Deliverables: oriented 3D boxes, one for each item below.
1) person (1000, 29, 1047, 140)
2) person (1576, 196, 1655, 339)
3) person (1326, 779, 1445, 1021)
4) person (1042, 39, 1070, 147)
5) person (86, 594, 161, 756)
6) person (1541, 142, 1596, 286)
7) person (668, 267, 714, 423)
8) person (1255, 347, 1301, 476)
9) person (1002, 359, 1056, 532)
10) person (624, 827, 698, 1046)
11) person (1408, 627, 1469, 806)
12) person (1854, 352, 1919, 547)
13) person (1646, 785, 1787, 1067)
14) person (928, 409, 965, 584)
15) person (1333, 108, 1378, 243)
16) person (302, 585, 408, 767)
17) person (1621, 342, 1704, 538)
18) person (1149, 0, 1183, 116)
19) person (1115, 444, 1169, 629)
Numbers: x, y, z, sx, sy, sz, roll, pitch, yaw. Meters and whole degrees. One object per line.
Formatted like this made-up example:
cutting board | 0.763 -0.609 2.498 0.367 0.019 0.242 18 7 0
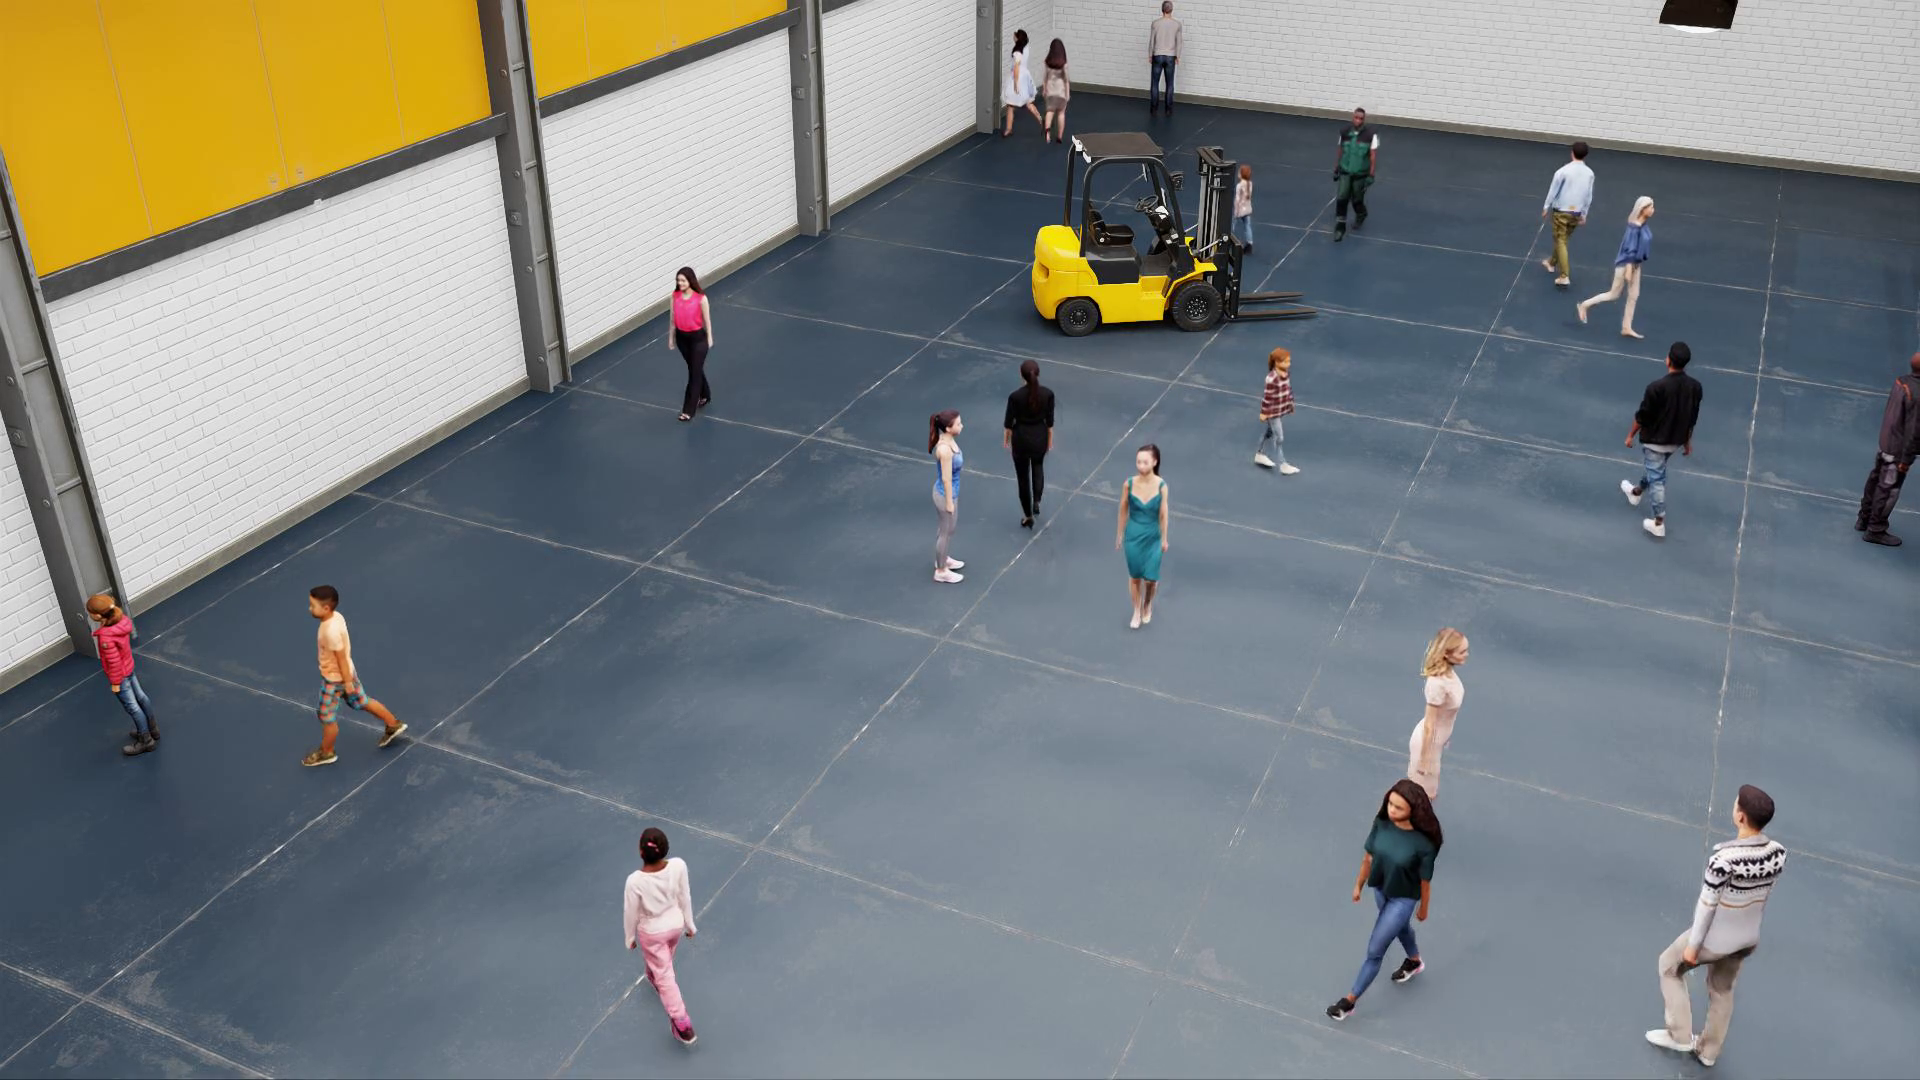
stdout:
person | 1.052 -7.396 27.117 0.862 1.791 1.070 16 33 27
person | 7.768 -3.210 19.569 0.835 1.671 1.058 21 35 34
person | 2.653 2.093 9.953 1.175 1.569 0.946 -19 34 -31
person | 1.505 -7.131 26.700 0.666 1.725 0.906 10 30 18
person | -6.173 0.971 12.275 0.655 1.316 0.569 -4 29 -8
person | 7.712 -4.094 21.083 1.092 1.773 1.266 -3 29 -6
person | -2.802 -2.103 17.601 0.637 1.612 1.064 10 30 18
person | 3.068 -1.312 16.490 0.724 1.288 0.774 22 36 34
person | 0.654 -0.831 15.232 0.736 1.647 0.793 -8 30 -15
person | -1.724 2.305 9.724 0.988 1.415 0.924 -18 34 -30
person | 3.096 1.361 11.025 0.633 1.828 0.457 12 31 20
person | 8.510 -0.866 15.111 0.816 1.825 0.634 4 29 8
person | 4.354 2.264 9.362 0.815 1.836 0.868 -10 30 -17
person | -0.115 -0.395 14.474 0.693 1.607 0.581 1 29 1
person | 5.412 -5.017 22.747 0.736 1.800 1.157 14 32 25
person | -4.466 0.962 12.163 1.019 1.440 0.943 -11 30 -19
person | 6.465 -0.886 15.206 1.111 1.768 1.260 -5 29 -8
person | 3.515 -8.314 28.684 0.807 1.903 0.783 1 29 2
person | 1.535 -0.030 13.737 0.600 1.673 0.600 9 30 16
